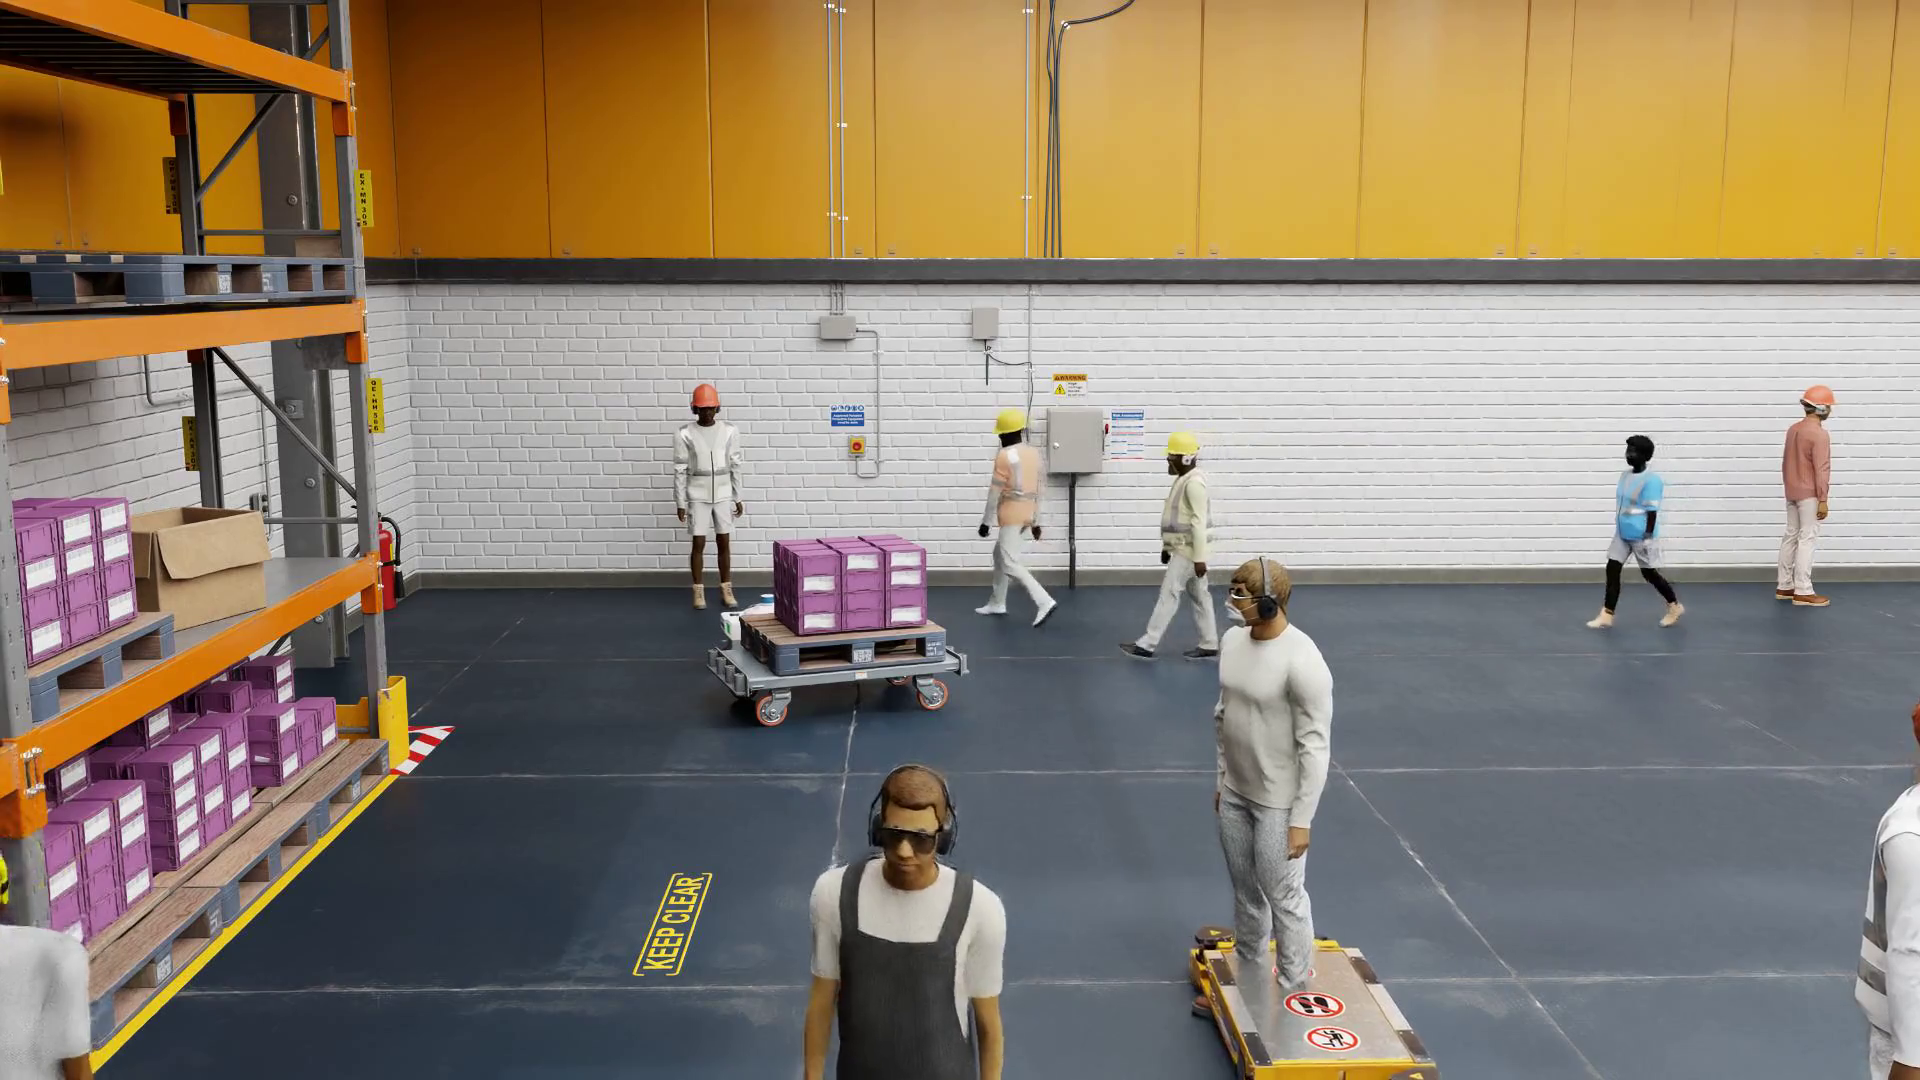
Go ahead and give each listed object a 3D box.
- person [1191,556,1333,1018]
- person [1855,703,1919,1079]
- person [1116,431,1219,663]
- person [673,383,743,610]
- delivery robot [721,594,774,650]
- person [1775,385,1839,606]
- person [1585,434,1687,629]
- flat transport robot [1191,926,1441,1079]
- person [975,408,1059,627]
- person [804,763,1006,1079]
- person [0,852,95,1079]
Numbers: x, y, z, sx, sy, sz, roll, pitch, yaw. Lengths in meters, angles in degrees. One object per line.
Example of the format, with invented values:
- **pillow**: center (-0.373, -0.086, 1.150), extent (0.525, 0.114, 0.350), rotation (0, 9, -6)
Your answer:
- **person**: center (1.197, 1.015, 6.523), extent (0.375, 1.936, 0.628), rotation (-4, 10, -24)
- **person**: center (2.716, 1.343, 4.682), extent (0.343, 1.877, 0.585), rotation (7, 12, 38)
- **person**: center (1.612, 0.064, 12.772), extent (0.872, 1.793, 0.626), rotation (0, 9, 2)
- **person**: center (-2.231, -0.380, 14.811), extent (0.611, 2.032, 0.420), rotation (-4, 10, -22)
- **delivery robot**: center (-1.457, 0.657, 12.653), extent (0.707, 0.478, 0.477), rotation (-2, 9, -14)
- **person**: center (7.688, -0.408, 15.067), extent (0.394, 1.991, 0.625), rotation (0, 9, -2)
- **person**: center (5.738, -0.063, 13.965), extent (0.817, 1.668, 0.537), rotation (-2, 9, -11)
- **flat transport robot**: center (1.343, 1.857, 6.452), extent (0.652, 0.197, 1.431), rotation (0, 9, -2)
- **person**: center (0.482, -0.208, 14.240), extent (0.893, 1.864, 0.575), rotation (5, 11, 29)
- **person**: center (-0.130, 1.429, 4.349), extent (0.524, 1.821, 0.765), rotation (2, 10, 13)
- **person**: center (-2.220, 1.486, 3.935), extent (0.526, 1.843, 0.825), rotation (-1, 9, -8)
